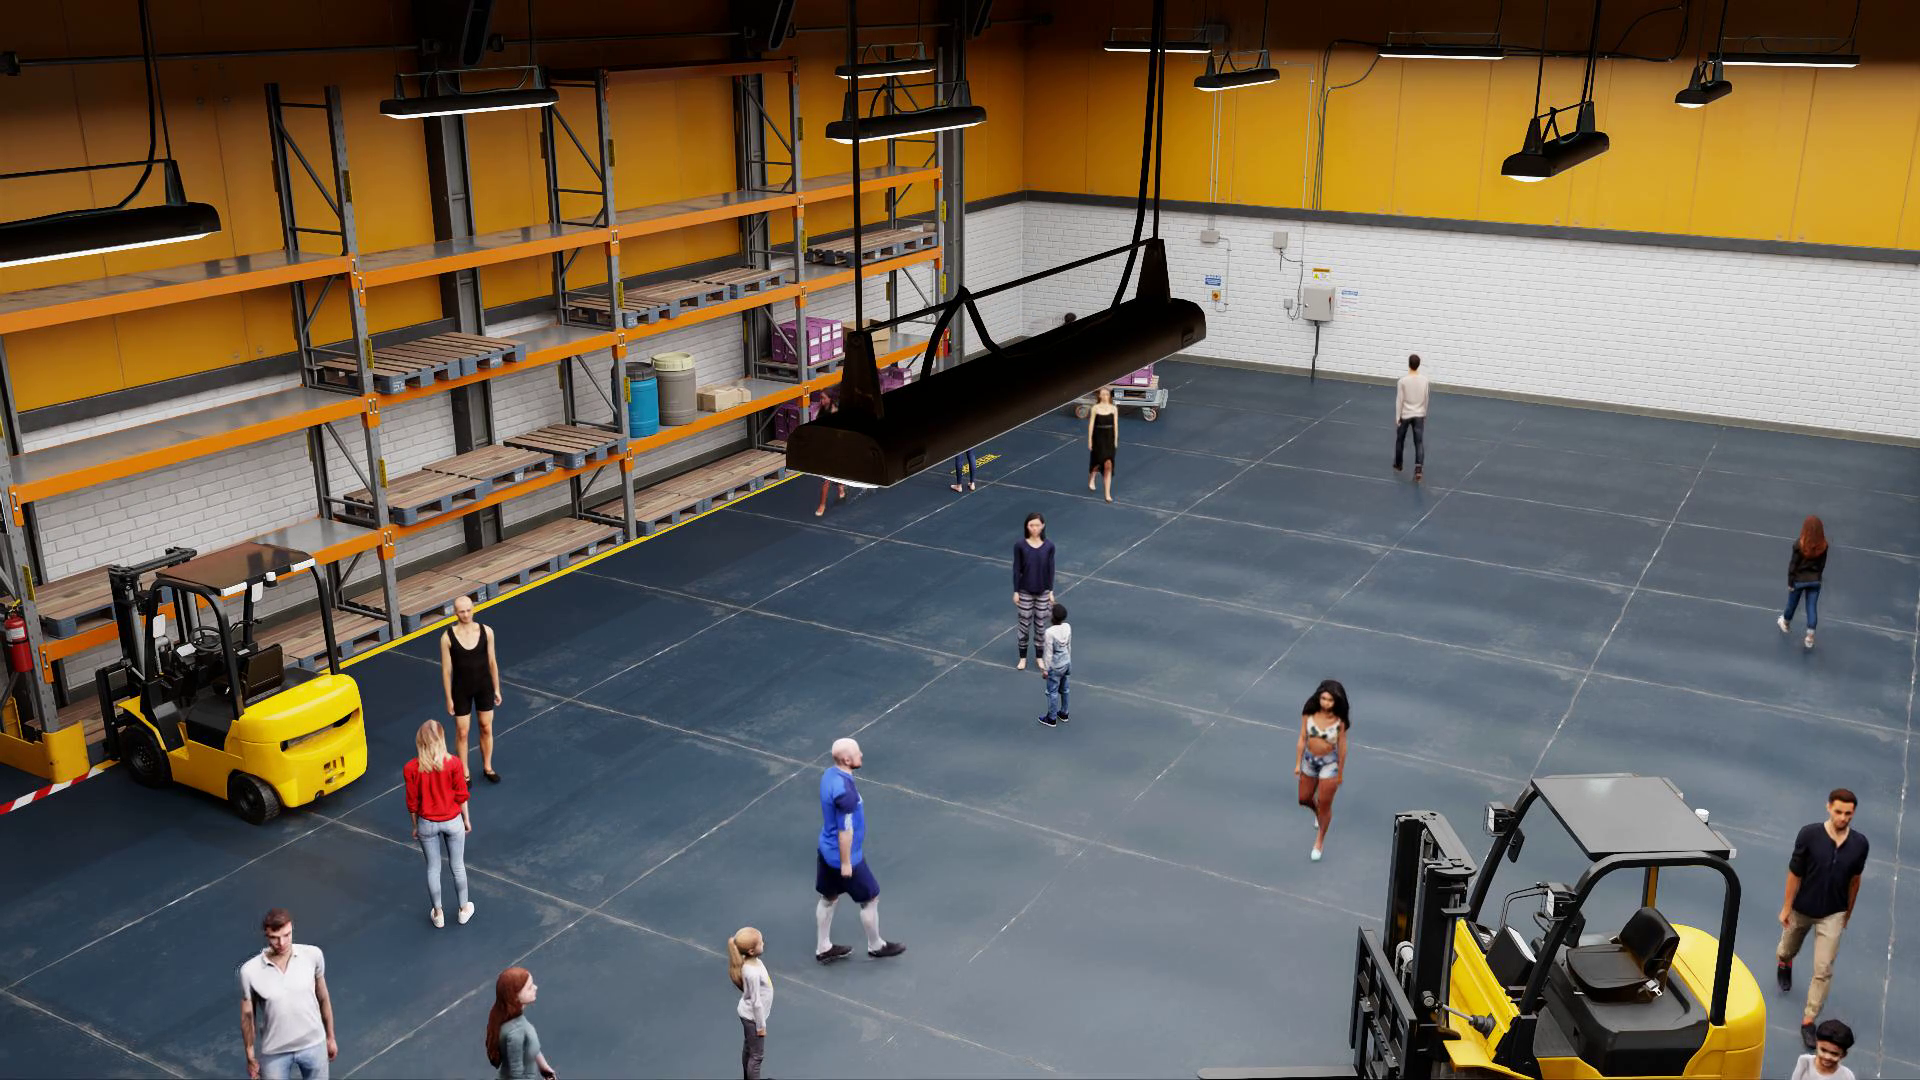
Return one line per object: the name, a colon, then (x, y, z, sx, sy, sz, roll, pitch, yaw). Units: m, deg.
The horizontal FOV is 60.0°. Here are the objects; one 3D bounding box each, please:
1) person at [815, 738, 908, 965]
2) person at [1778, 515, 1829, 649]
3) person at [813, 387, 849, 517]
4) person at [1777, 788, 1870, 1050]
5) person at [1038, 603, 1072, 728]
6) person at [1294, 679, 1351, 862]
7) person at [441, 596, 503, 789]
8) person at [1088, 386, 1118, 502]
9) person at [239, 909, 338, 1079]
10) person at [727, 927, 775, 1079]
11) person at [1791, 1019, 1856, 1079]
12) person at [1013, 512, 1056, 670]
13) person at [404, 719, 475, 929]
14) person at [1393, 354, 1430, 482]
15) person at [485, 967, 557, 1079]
person: (-0.942, 2.314, 12.236, 1.048, 1.820, 0.973, -7, 20, -20)
person: (9.330, 0.480, 18.270, 0.811, 1.445, 1.065, 3, 19, 8)
person: (-1.803, -1.241, 22.884, 0.614, 1.762, 1.061, 12, 22, 31)
person: (5.945, 2.531, 11.577, 0.768, 1.830, 1.172, 7, 20, 19)
person: (0.956, 1.215, 16.375, 0.519, 1.261, 0.608, -14, 23, -36)
person: (3.031, 1.880, 13.856, 0.559, 1.609, 0.700, 11, 21, 29)
person: (-4.424, 1.360, 15.077, 0.626, 1.815, 0.772, -12, 22, -31)
person: (2.009, -1.401, 23.620, 0.951, 1.595, 1.099, -1, 19, -4)
person: (-4.042, 3.042, 10.022, 0.677, 1.853, 0.827, -9, 21, -24)
person: (-1.349, 3.082, 10.805, 0.643, 1.277, 0.585, -5, 19, -15)
person: (5.136, 3.387, 9.944, 0.545, 1.249, 0.559, 14, 23, 36)
person: (0.782, 0.523, 17.688, 0.681, 1.735, 0.706, -2, 19, -6)
person: (-4.007, 2.181, 12.813, 0.671, 1.704, 0.732, -5, 19, -14)
person: (6.644, -1.764, 24.325, 1.047, 1.833, 1.293, 1, 19, 2)
person: (-2.632, 3.266, 9.615, 1.189, 1.689, 1.005, -9, 20, -24)
